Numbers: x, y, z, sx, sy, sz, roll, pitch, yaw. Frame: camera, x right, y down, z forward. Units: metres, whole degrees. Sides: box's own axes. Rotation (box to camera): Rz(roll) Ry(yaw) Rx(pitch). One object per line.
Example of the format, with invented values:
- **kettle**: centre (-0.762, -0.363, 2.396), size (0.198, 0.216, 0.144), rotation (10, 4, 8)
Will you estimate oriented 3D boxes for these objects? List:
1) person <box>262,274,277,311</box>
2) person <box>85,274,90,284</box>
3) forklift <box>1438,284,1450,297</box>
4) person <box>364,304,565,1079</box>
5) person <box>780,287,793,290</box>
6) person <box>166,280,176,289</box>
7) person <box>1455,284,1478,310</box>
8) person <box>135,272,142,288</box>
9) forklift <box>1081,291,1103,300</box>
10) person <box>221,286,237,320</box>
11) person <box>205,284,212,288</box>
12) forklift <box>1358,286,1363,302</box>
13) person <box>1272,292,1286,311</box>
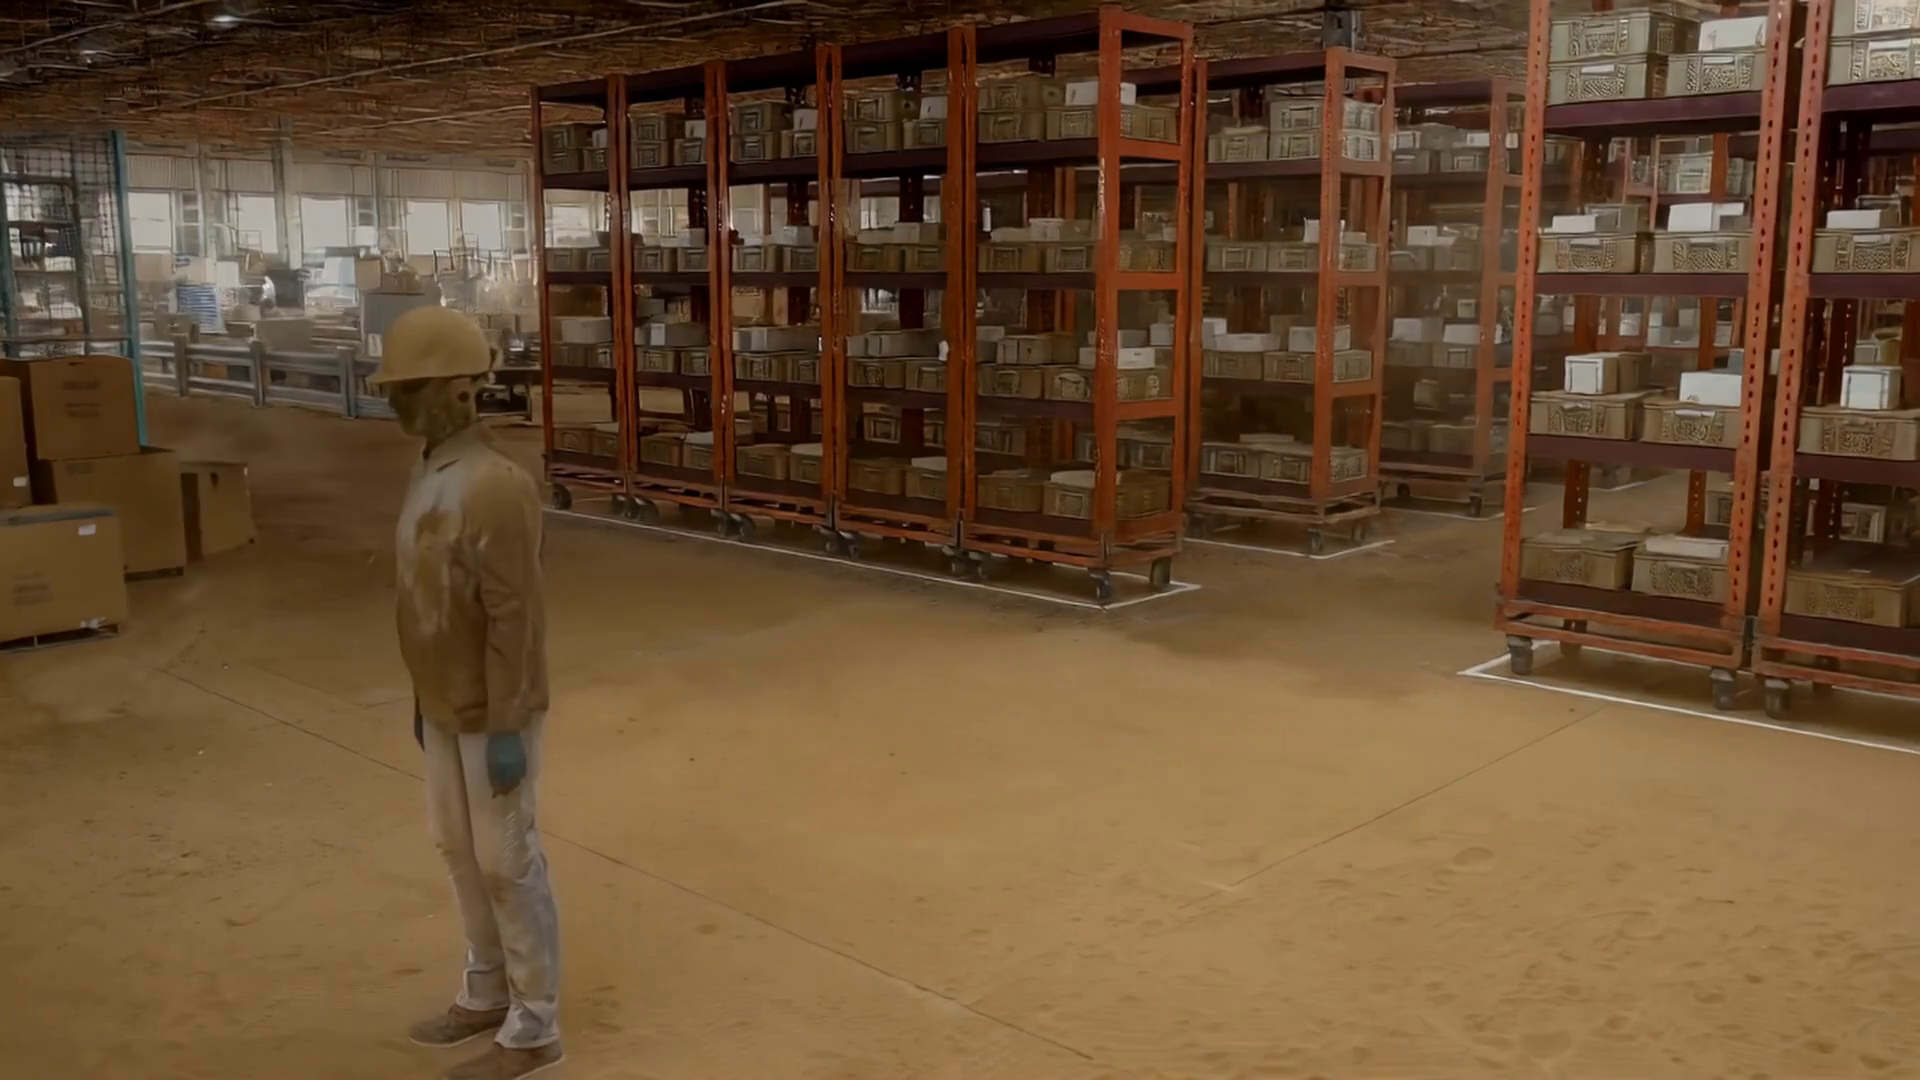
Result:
- **person**: centre (-24.511, -8.451, 58.805), size (1.007, 1.882, 0.653), rotation (-4, 10, -22)
- **person**: centre (-41.170, -11.621, 78.372), size (0.430, 1.844, 0.624), rotation (-1, 9, -5)
- **forklift**: centre (13.635, -7.108, 47.526), size (1.873, 2.768, 1.129), rotation (9, 13, 43)
- **person**: centre (-1.254, 0.405, 4.215), size (0.400, 1.987, 0.608), rotation (-8, 12, -41)
- **person**: centre (-7.713, -10.922, 74.004), size (0.614, 1.862, 0.987), rotation (-2, 9, -11)
- **person**: centre (-22.110, -6.433, 46.845), size (0.527, 1.741, 0.519), rotation (-5, 11, -28)
- **person**: centre (8.262, -3.312, 27.268), size (0.678, 1.890, 0.471), rotation (8, 12, 40)
- **person**: centre (-26.947, -7.777, 54.192), size (0.674, 2.000, 0.535), rotation (9, 13, 43)
- **forklift**: centre (5.030, -9.998, 65.242), size (1.873, 2.768, 1.129), rotation (9, 13, 43)
- **person**: centre (-16.542, -4.989, 37.630), size (0.309, 1.868, 0.535), rotation (3, 10, 15)
- **person**: centre (-37.020, -12.210, 81.653), size (0.990, 1.942, 0.647), rotation (-3, 10, -16)
- **forklift**: centre (11.100, -7.017, 46.970), size (1.873, 2.768, 1.129), rotation (9, 13, 43)
- **person**: centre (8.366, -5.995, 43.596), size (0.634, 1.927, 0.513), rotation (0, 9, -3)
